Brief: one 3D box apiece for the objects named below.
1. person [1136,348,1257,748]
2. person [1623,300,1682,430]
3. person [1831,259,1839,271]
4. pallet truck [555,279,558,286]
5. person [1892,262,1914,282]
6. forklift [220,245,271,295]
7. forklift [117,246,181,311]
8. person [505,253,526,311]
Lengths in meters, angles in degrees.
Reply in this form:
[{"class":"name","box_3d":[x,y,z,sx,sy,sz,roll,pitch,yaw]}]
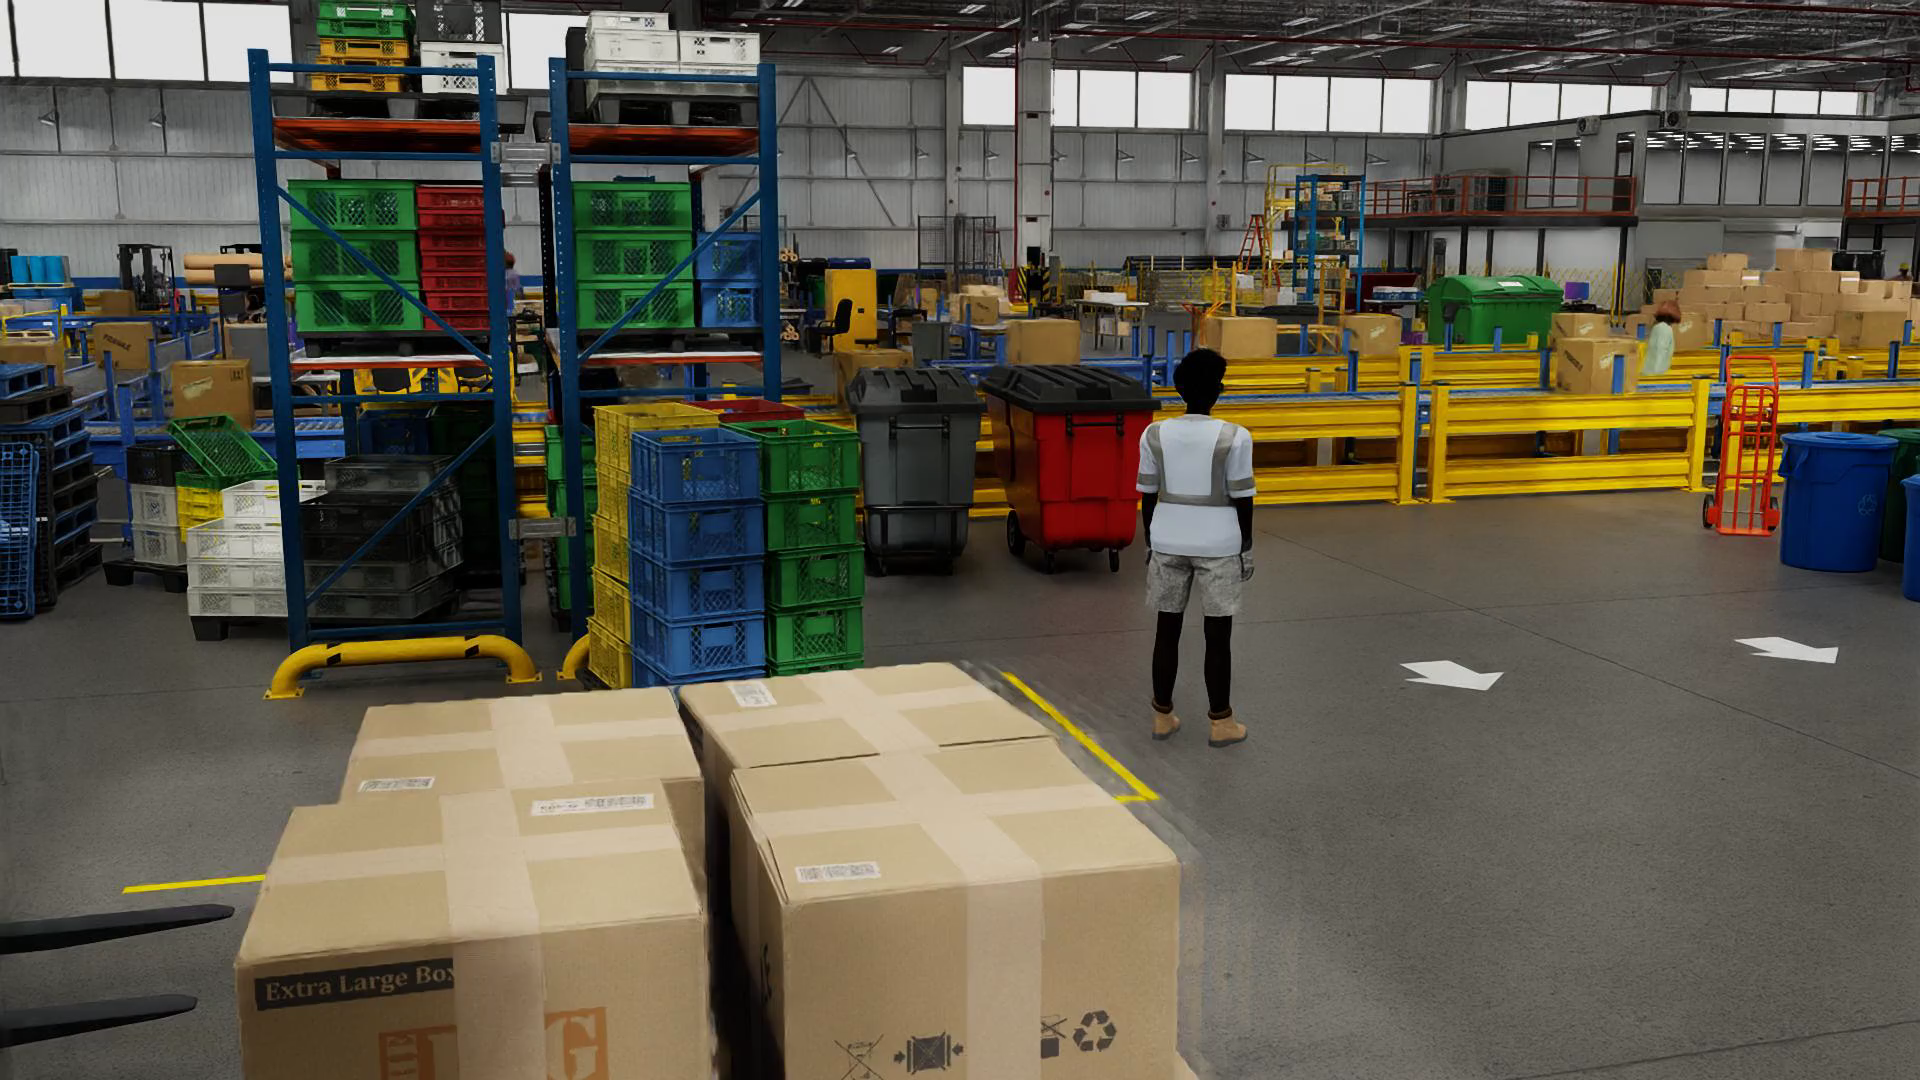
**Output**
[{"class":"person","box_3d":[1.009,0.038,7.087,0.532,1.697,0.320,6,11,29]},{"class":"person","box_3d":[7.132,-1.641,16.901,0.840,1.576,0.559,1,10,3]},{"class":"person","box_3d":[23.038,-6.492,43.815,0.522,1.797,1.008,-9,13,-40]},{"class":"pallet truck","box_3d":[-10.604,-6.375,44.520,0.653,1.274,1.630,-3,10,-15]},{"class":"person","box_3d":[23.007,-5.924,40.691,0.522,1.747,0.694,0,10,0]},{"class":"forklift","box_3d":[-17.749,-6.334,41.440,1.157,1.987,2.680,-3,10,-17]},{"class":"forklift","box_3d":[-19.966,-6.232,40.894,1.157,1.987,2.680,-3,10,-15]},{"class":"person","box_3d":[-9.612,-5.094,35.380,0.603,1.988,1.099,7,12,36]}]
